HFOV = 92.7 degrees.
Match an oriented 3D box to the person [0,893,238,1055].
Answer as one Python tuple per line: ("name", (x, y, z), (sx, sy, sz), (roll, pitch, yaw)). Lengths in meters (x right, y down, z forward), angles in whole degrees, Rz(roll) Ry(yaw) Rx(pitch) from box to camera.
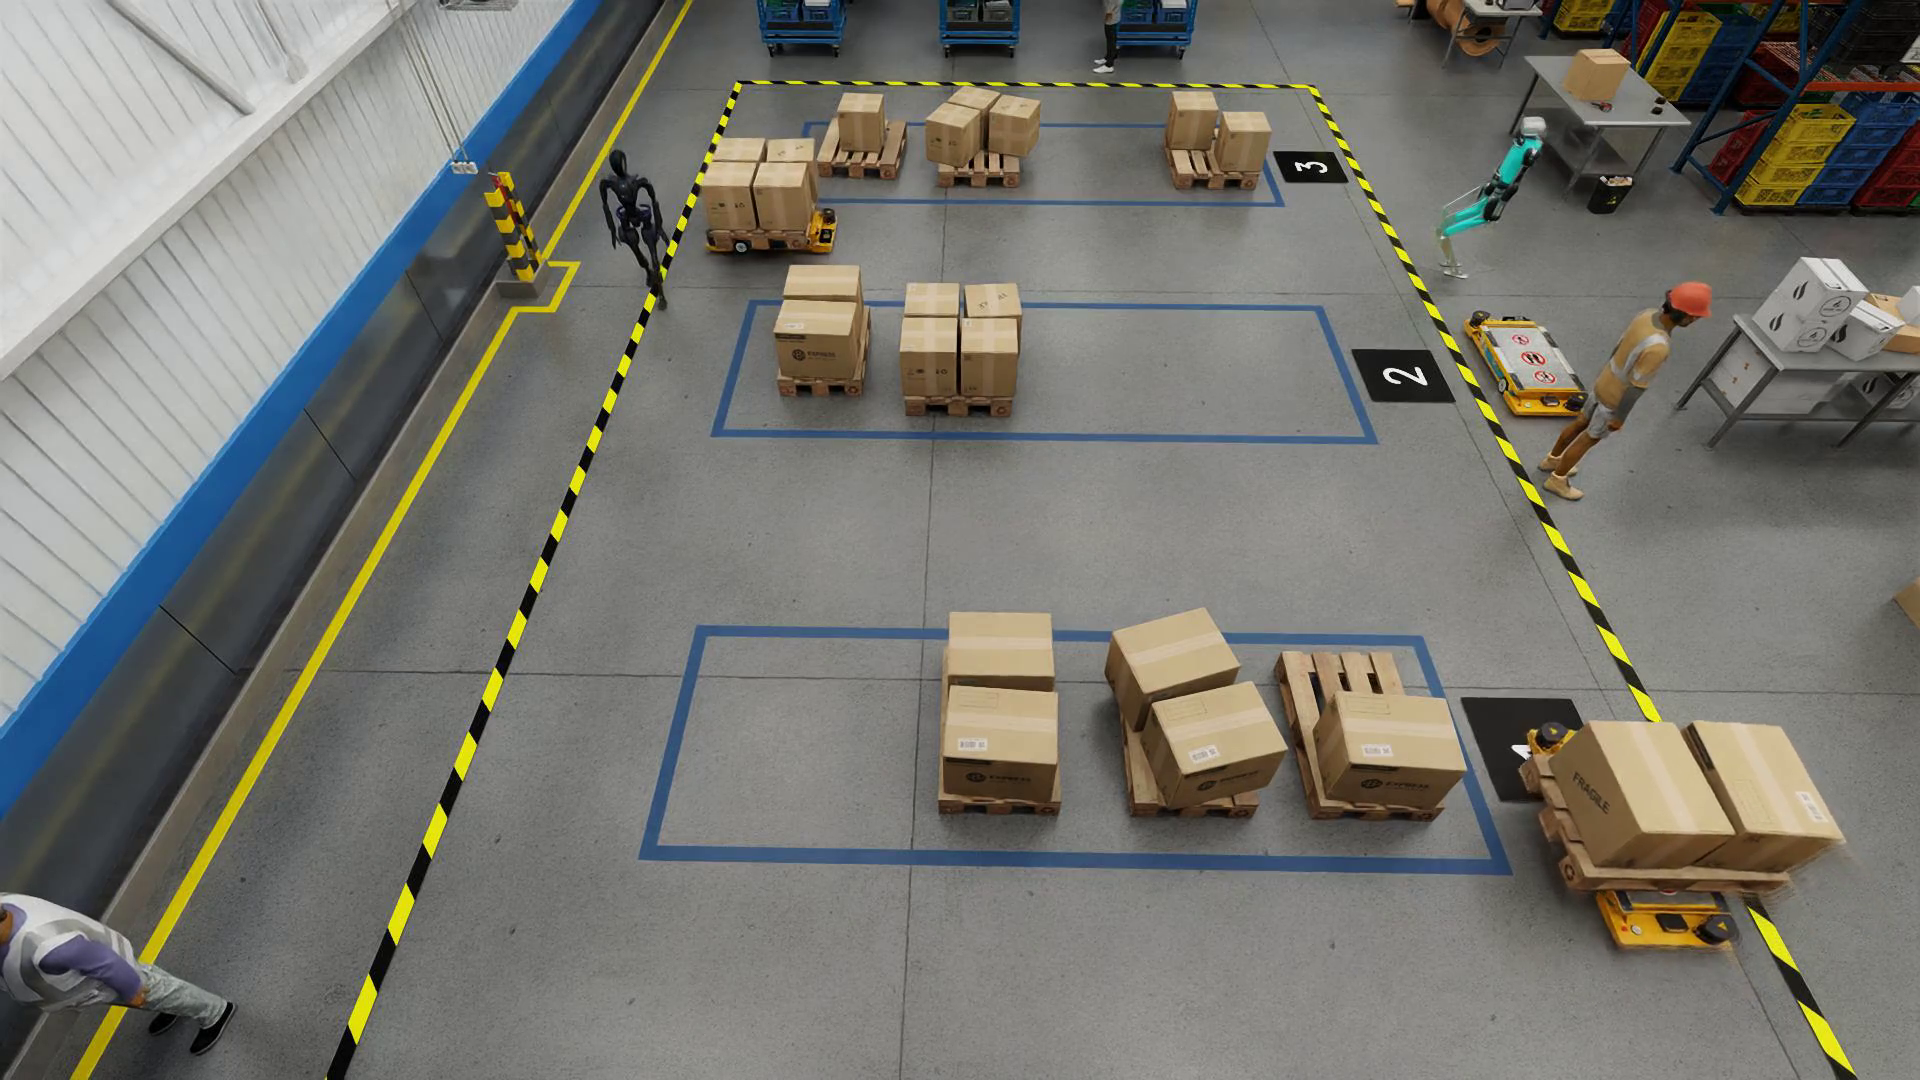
("person", (-4.389, 2.179, 4.612), (0.602, 1.830, 0.404), (16, 51, 14))

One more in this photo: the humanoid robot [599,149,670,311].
("humanoid robot", (-3.324, -3.220, 9.418), (0.588, 1.622, 0.784), (-8, 50, -7))

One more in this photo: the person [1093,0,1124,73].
("person", (2.158, -7.726, 13.174), (0.385, 1.849, 0.596), (8, 50, 7))

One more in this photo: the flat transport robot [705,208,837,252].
("flat transport robot", (-2.181, -3.611, 10.640), (1.431, 0.197, 0.652), (1, 49, 1))

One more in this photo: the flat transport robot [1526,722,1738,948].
("flat transport robot", (4.290, 1.853, 5.911), (0.652, 0.197, 1.431), (1, 49, 1))

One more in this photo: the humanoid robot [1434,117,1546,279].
("humanoid robot", (5.379, -3.560, 9.554), (0.735, 1.677, 0.533), (8, 50, 7))

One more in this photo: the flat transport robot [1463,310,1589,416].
("flat transport robot", (5.573, -1.757, 9.054), (0.659, 0.231, 1.431), (1, 49, 1))

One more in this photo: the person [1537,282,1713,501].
("person", (5.331, -1.183, 7.386), (0.389, 2.039, 0.613), (14, 51, 12))
